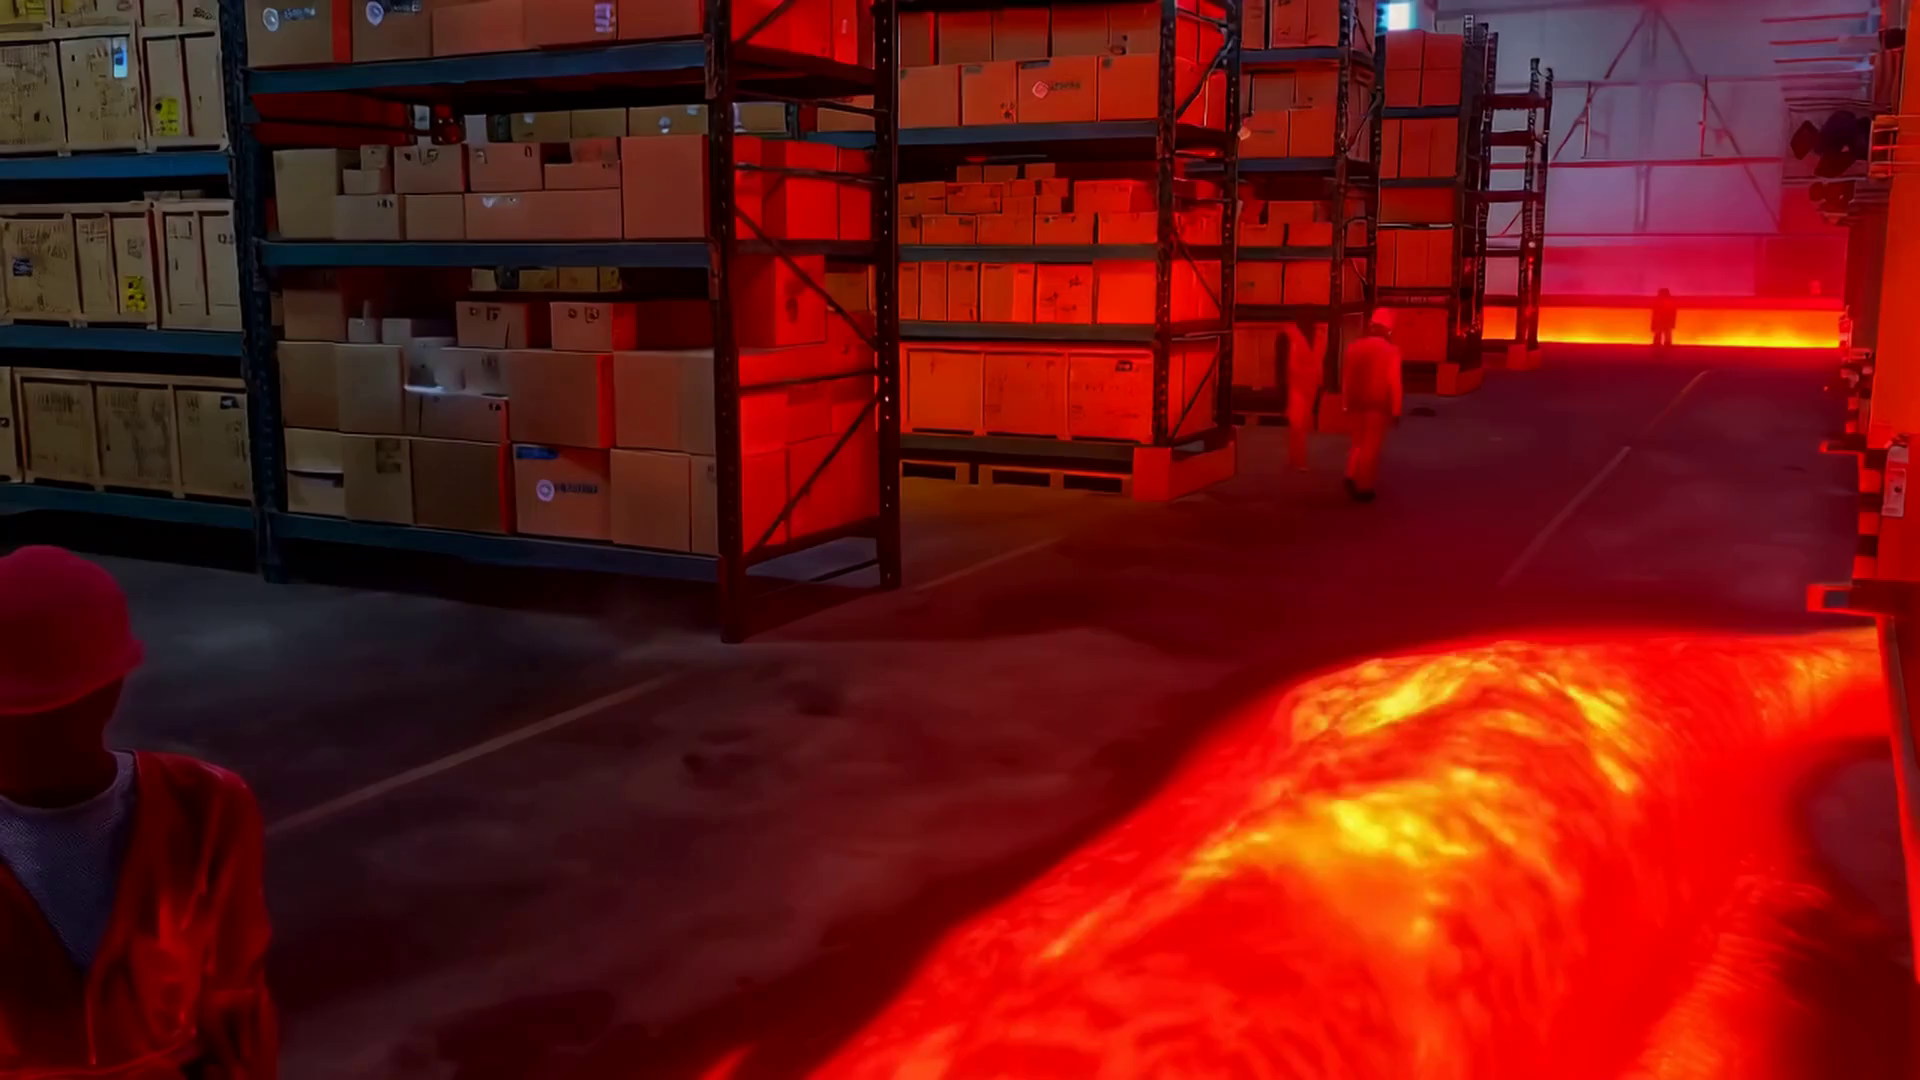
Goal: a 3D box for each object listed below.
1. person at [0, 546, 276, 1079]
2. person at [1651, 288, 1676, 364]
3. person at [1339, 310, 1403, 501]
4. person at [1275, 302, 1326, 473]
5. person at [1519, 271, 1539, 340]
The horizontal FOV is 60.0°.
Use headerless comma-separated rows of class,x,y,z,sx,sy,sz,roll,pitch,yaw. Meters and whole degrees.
person,-1.269,0.956,2.442,0.551,1.933,0.369,-7,12,-34
person,14.878,-4.530,35.159,0.508,1.606,0.794,7,12,33
person,3.897,-1.258,15.665,0.464,1.795,0.615,-8,12,-37
person,3.603,-1.593,17.564,0.654,1.814,0.501,-6,11,-30
person,13.067,-5.201,38.148,0.559,1.924,0.425,-5,11,-26
